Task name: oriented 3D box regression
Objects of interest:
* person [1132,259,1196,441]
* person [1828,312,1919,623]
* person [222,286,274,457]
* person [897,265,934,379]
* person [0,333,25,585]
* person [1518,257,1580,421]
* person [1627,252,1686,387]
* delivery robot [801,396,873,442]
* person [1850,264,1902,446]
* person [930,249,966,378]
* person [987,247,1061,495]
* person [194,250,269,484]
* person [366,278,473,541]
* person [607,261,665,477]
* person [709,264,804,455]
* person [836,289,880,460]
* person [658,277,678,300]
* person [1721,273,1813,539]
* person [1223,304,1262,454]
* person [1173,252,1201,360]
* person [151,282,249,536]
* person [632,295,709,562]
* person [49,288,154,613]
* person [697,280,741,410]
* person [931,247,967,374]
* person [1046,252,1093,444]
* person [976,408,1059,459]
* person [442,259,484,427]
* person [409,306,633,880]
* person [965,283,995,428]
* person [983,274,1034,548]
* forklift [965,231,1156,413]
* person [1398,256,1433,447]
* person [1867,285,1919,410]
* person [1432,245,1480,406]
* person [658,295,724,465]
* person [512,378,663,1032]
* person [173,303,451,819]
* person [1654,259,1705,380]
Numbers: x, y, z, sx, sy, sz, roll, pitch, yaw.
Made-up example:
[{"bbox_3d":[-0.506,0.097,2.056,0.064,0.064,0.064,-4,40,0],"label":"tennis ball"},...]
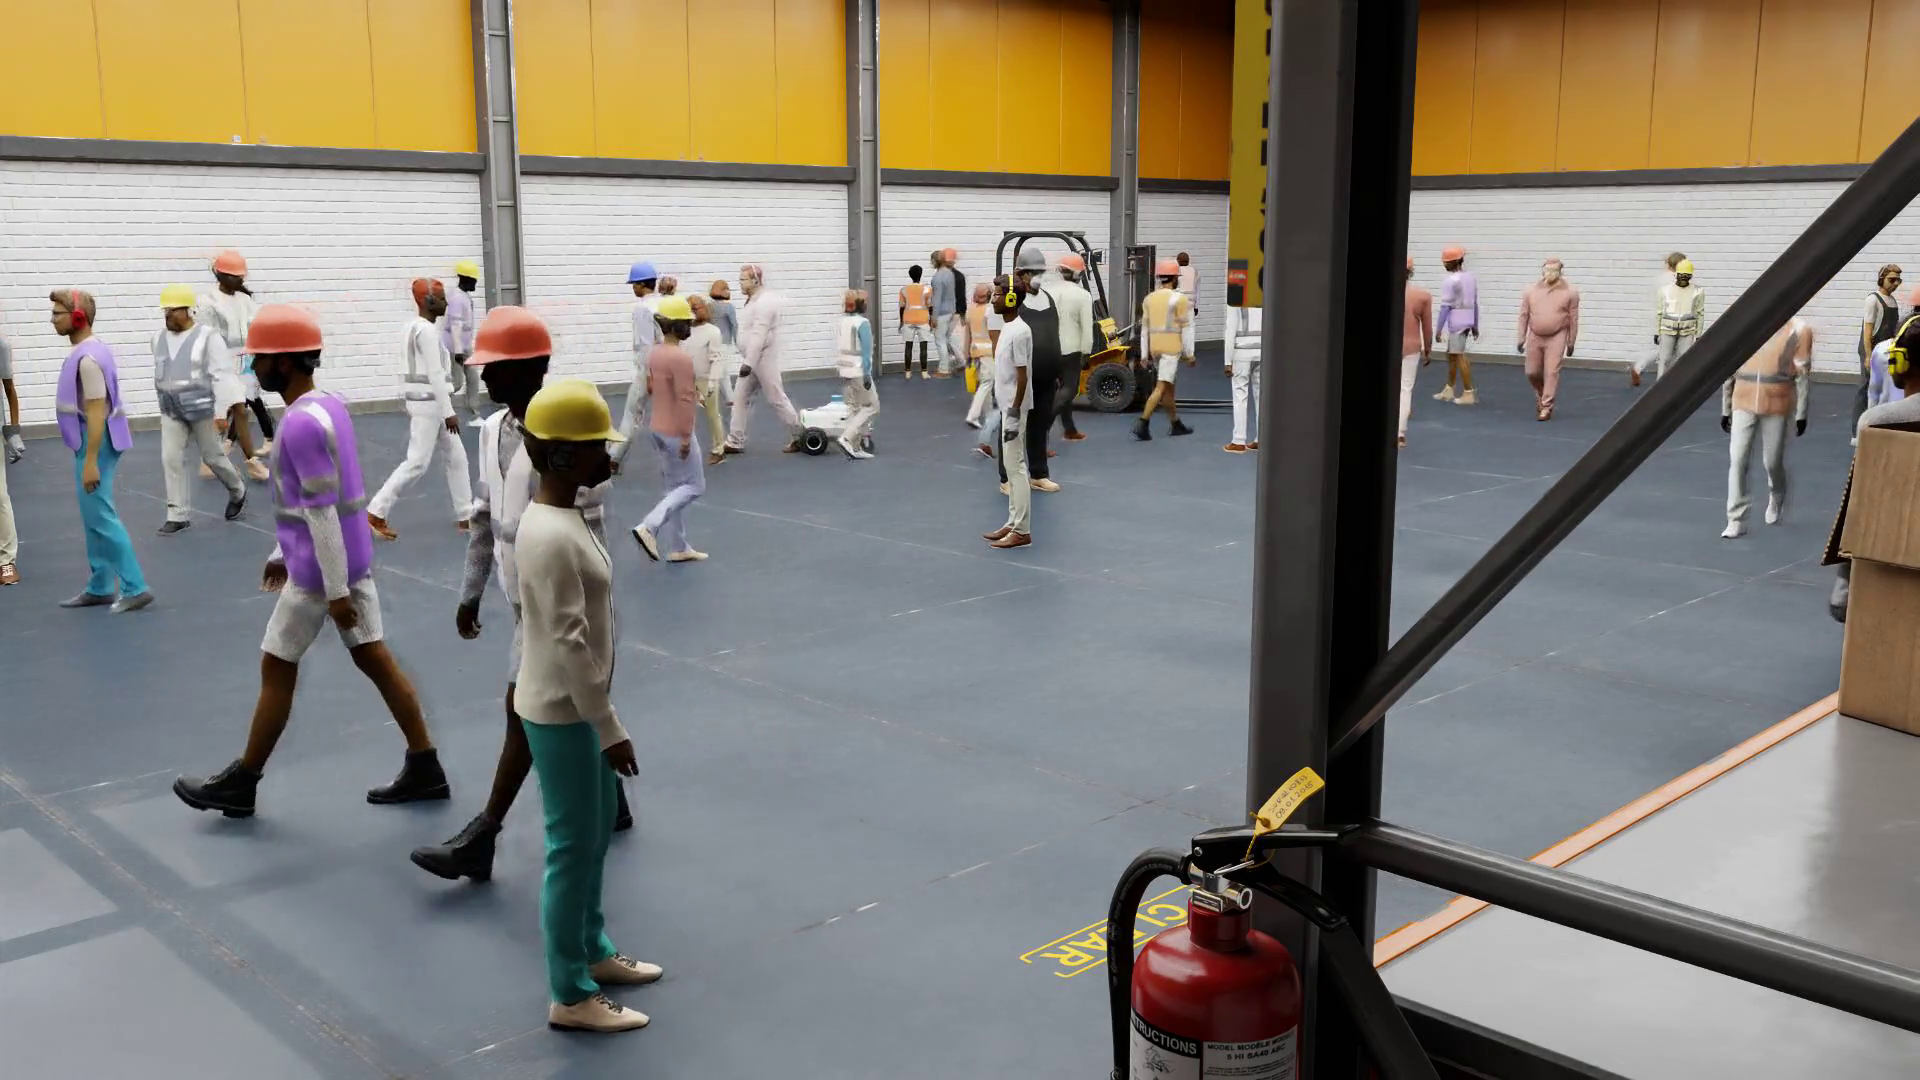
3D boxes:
[{"bbox_3d":[2.129,-1.993,17.442,0.992,1.897,0.544,-9,14,-39],"label":"person"},{"bbox_3d":[3.400,0.120,6.003,0.541,1.861,0.328,-2,11,-10],"label":"person"},{"bbox_3d":[-6.893,-1.589,15.828,0.552,1.654,0.834,8,13,37],"label":"person"},{"bbox_3d":[-0.657,-3.226,24.663,0.567,1.699,0.318,1,10,5],"label":"person"},{"bbox_3d":[-5.990,-0.640,10.106,0.528,1.869,0.313,-3,11,-17],"label":"person"},{"bbox_3d":[6.848,-2.349,19.362,0.656,1.889,0.713,6,12,31],"label":"person"},{"bbox_3d":[9.690,-2.999,22.854,0.833,1.916,0.640,3,11,16],"label":"person"},{"bbox_3d":[-1.206,-1.176,16.334,0.707,0.478,0.477,0,10,-5],"label":"delivery robot"},{"bbox_3d":[9.297,-1.862,16.843,0.505,1.842,0.349,-8,13,-37],"label":"person"},{"bbox_3d":[-0.198,-3.353,24.763,0.553,1.933,0.722,4,11,20],"label":"person"},{"bbox_3d":[0.591,-1.390,13.723,0.684,2.000,0.538,-8,13,-36],"label":"person"},{"bbox_3d":[-6.193,-1.478,14.314,0.956,1.986,0.642,2,11,10],"label":"person"},{"bbox_3d":[-3.801,-0.919,11.711,0.944,1.849,0.583,-4,11,-19],"label":"person"},{"bbox_3d":[-2.794,-1.485,14.643,0.987,1.891,0.629,3,11,16],"label":"person"},{"bbox_3d":[-1.923,-1.749,16.208,0.967,1.864,0.630,-5,12,-26],"label":"person"},{"bbox_3d":[-0.977,-1.556,15.739,0.380,1.623,0.545,-6,12,-30],"label":"person"},{"bbox_3d":[-3.632,-2.452,20.671,0.508,1.618,0.446,9,14,41],"label":"person"},{"bbox_3d":[5.752,-0.977,11.872,0.594,1.896,0.835,8,13,38],"label":"person"},{"bbox_3d":[2.830,-1.779,16.298,0.578,1.879,0.349,-5,12,-26],"label":"person"},{"bbox_3d":[3.795,-3.989,28.441,0.627,1.843,0.429,-3,11,-16],"label":"person"},{"bbox_3d":[-5.540,-0.966,12.082,0.597,1.807,0.829,2,11,9],"label":"person"},{"bbox_3d":[-1.884,-0.692,10.711,0.504,1.753,0.528,-8,13,-36],"label":"person"},{"bbox_3d":[-4.910,-0.495,9.414,0.416,1.858,0.572,-6,12,-28],"label":"person"},{"bbox_3d":[-2.960,-2.386,20.380,0.497,1.594,0.850,8,13,38],"label":"person"},{"bbox_3d":[-0.109,-3.456,25.243,0.852,1.949,0.620,-9,14,-41],"label":"person"},{"bbox_3d":[1.033,-1.941,16.957,0.631,1.968,0.857,10,14,43],"label":"person"},{"bbox_3d":[0.530,-1.555,15.835,0.819,1.598,0.509,-6,12,-28],"label":"person"},{"bbox_3d":[-5.611,-2.159,18.362,0.763,1.883,0.593,1,10,3],"label":"person"},{"bbox_3d":[-1.515,0.175,5.593,0.564,1.888,0.963,10,14,43],"label":"person"},{"bbox_3d":[0.268,-2.052,18.504,0.724,1.610,0.517,-9,14,-42],"label":"person"},{"bbox_3d":[0.338,-0.877,11.392,0.328,1.873,0.520,-1,10,-4],"label":"person"},{"bbox_3d":[1.222,-2.721,20.561,2.313,2.155,1.214,2,11,13],"label":"forklift"},{"bbox_3d":[4.500,-1.935,16.996,0.615,1.942,1.044,4,11,20],"label":"person"},{"bbox_3d":[5.451,-0.532,9.458,0.549,1.891,0.962,10,14,42],"label":"person"},{"bbox_3d":[6.181,-2.696,20.936,0.642,2.005,0.845,-9,14,-40],"label":"person"},{"bbox_3d":[-2.417,-1.437,15.198,0.507,1.582,0.868,4,11,23],"label":"person"},{"bbox_3d":[-1.016,0.451,4.452,0.334,1.766,0.540,-2,10,-8],"label":"person"},{"bbox_3d":[-2.388,0.085,6.104,0.973,1.890,0.560,-1,10,-5],"label":"person"},{"bbox_3d":[9.245,-2.688,21.398,0.595,1.825,0.403,4,11,21],"label":"person"}]
